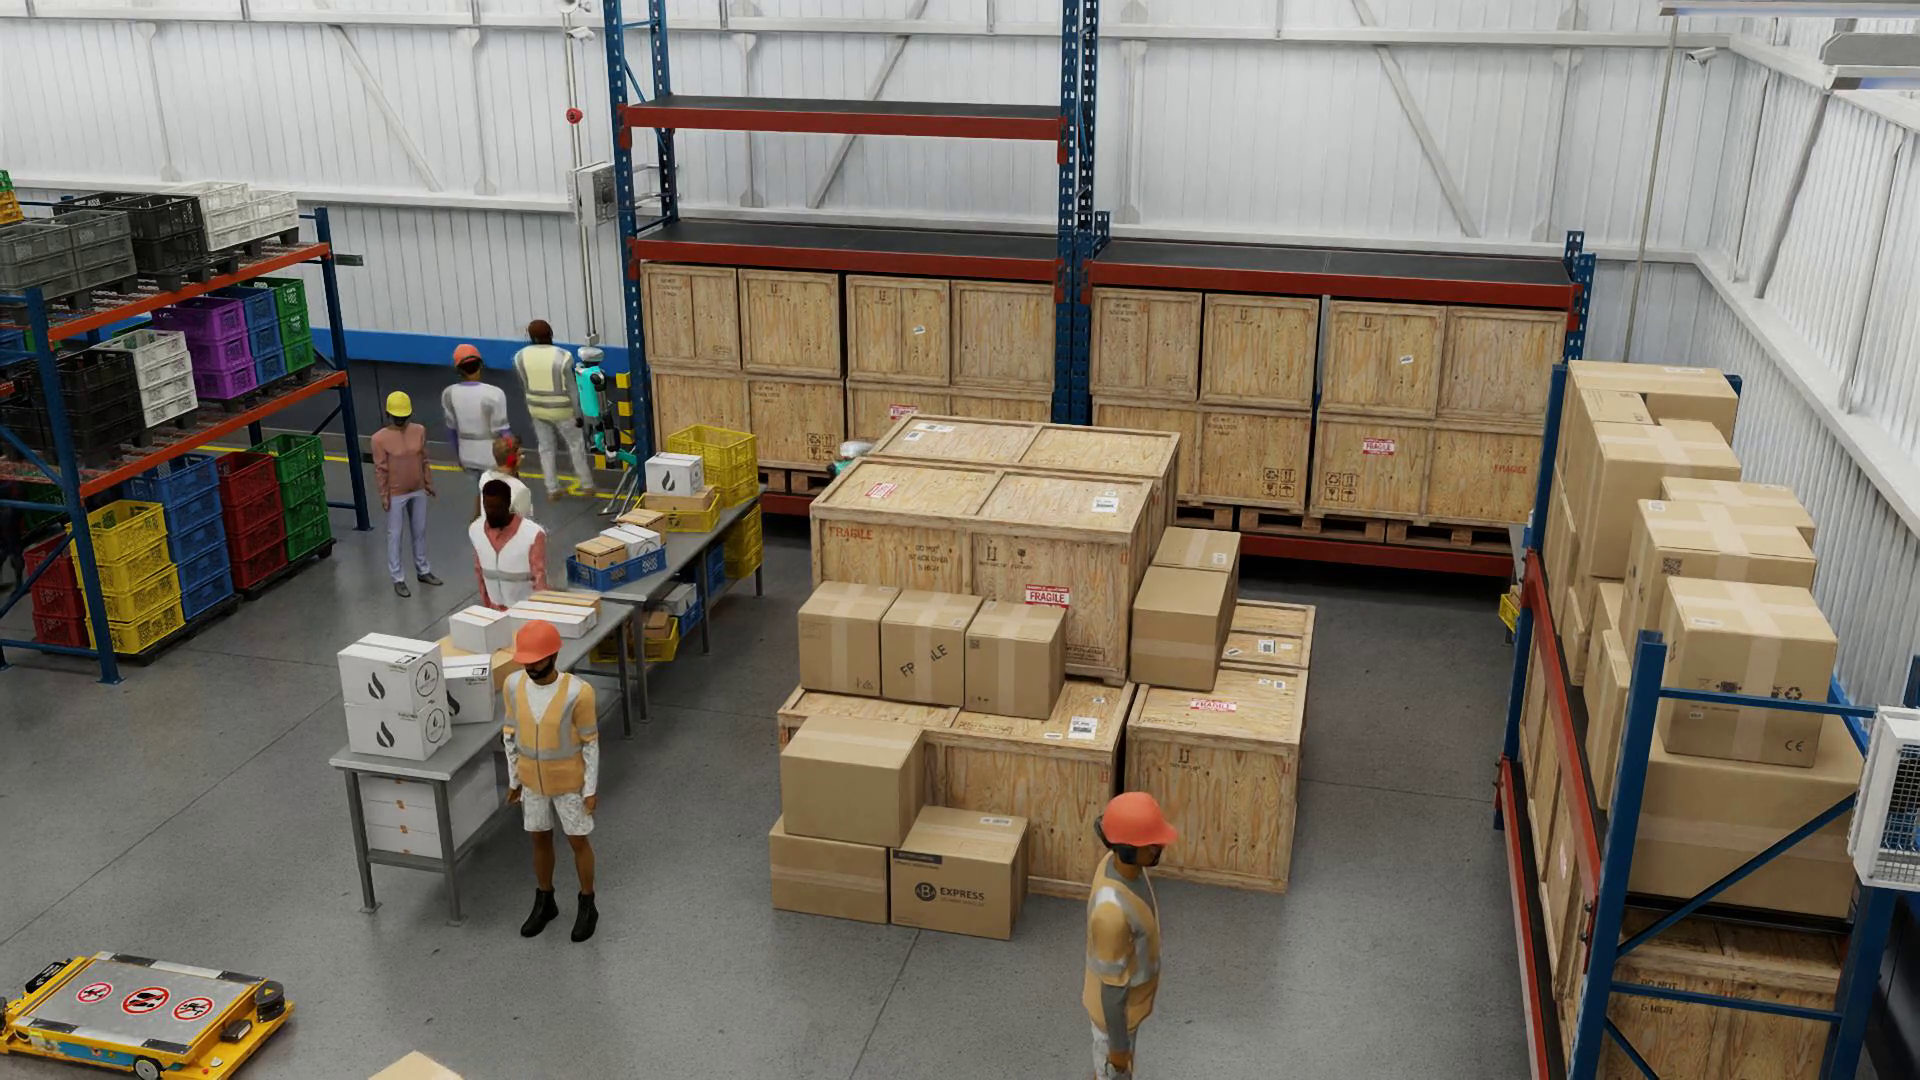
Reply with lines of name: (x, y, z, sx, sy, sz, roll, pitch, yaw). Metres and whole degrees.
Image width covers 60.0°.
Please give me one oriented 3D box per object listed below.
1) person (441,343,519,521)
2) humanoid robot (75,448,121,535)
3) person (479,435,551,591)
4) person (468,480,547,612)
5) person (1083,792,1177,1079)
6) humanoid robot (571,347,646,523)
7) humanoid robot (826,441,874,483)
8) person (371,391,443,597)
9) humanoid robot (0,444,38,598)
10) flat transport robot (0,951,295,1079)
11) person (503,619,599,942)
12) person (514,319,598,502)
person: (-4.140, -0.725, 14.521, 0.654, 2.000, 0.489, 6, 22, 14)
humanoid robot: (-7.455, -0.475, 14.297, 0.608, 1.654, 0.345, 11, 23, 26)
person: (-3.335, 0.083, 12.636, 0.583, 1.830, 0.545, 17, 26, 37)
person: (-3.121, 0.494, 11.505, 0.607, 1.872, 0.972, 5, 21, 12)
person: (0.725, 2.017, 7.283, 0.366, 2.048, 0.604, 4, 21, 10)
humanoid robot: (-3.168, -1.007, 15.436, 0.735, 1.677, 0.533, -15, 25, -34)
humanoid robot: (-0.618, 0.089, 12.911, 0.544, 1.891, 0.748, 17, 27, 37)
person: (-4.659, -0.404, 14.014, 0.326, 1.762, 0.523, 16, 26, 36)
humanoid robot: (-8.057, -0.317, 13.893, 0.602, 1.655, 0.322, 3, 21, 8)
flat transport robot: (-4.270, 2.464, 8.601, 1.431, 0.231, 0.659, 5, 22, 13)
person: (-2.264, 1.331, 9.227, 0.542, 1.939, 0.359, 4, 21, 11)
person: (-3.941, -1.258, 16.163, 0.668, 1.822, 0.541, 4, 21, 11)
